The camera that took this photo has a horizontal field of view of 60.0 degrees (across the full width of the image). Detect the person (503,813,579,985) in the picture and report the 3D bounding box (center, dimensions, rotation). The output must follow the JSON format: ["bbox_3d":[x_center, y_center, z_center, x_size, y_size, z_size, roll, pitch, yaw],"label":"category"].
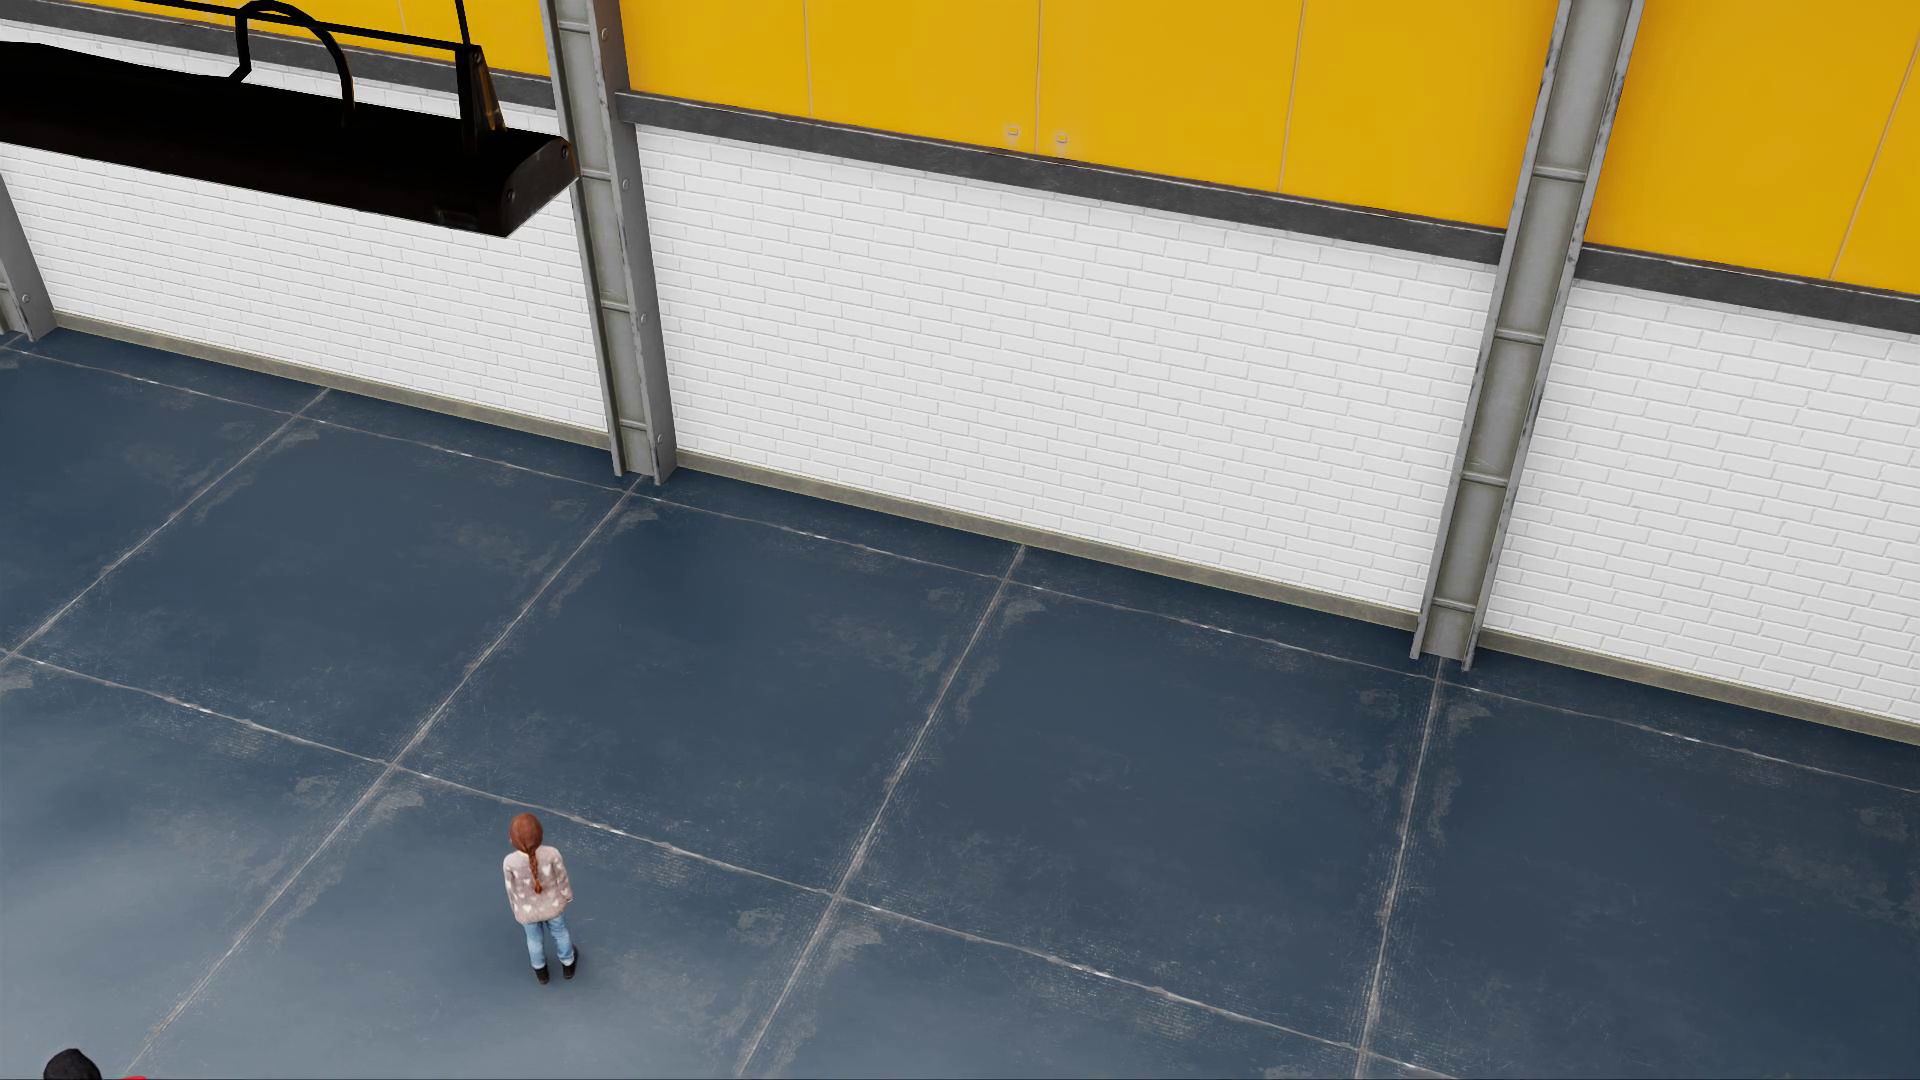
[{"bbox_3d":[-2.211,1.896,8.739,0.535,1.194,0.608,-11,40,-14],"label":"person"}]

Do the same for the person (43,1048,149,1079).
[{"bbox_3d":[-3.490,2.778,7.083,0.596,1.884,0.682,11,40,13],"label":"person"}]
